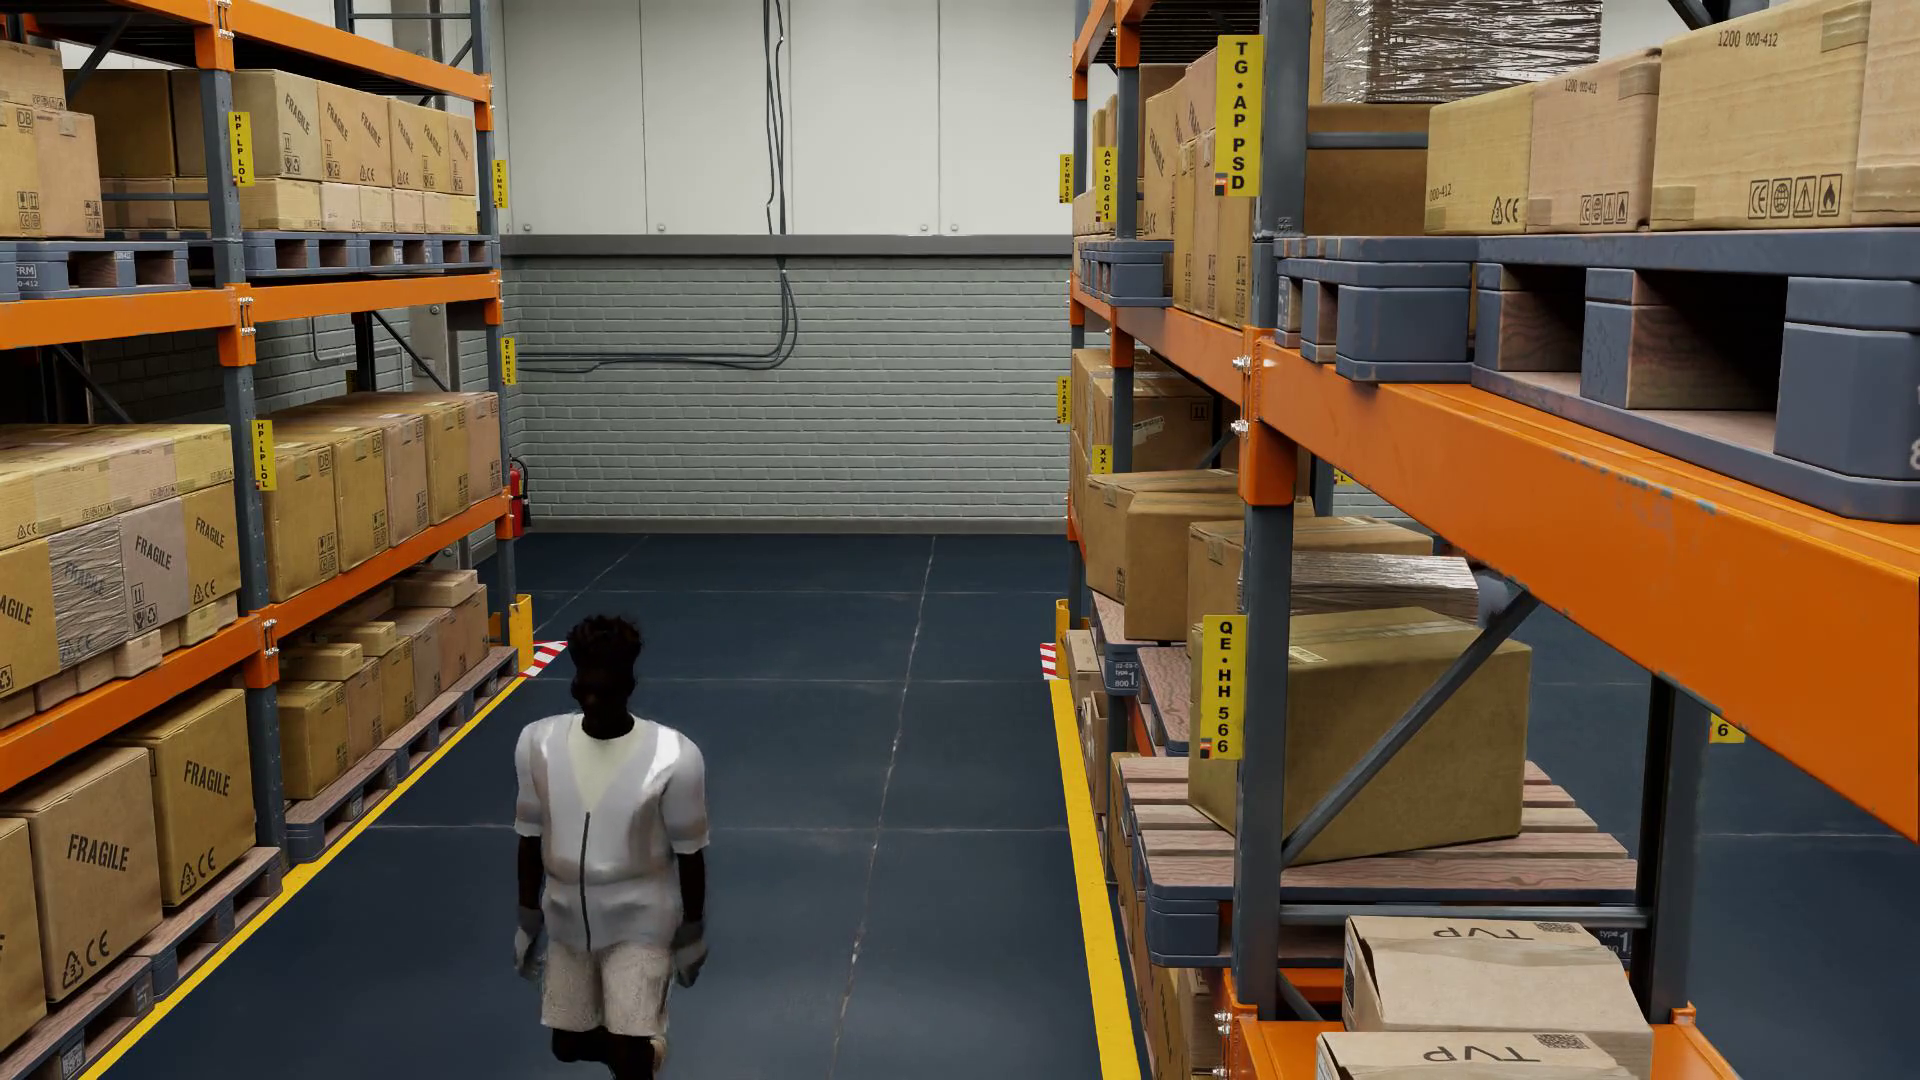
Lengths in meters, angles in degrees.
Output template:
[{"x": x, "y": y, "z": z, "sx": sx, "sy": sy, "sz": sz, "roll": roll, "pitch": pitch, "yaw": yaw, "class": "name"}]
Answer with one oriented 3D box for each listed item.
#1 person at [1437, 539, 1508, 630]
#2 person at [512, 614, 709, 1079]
[{"x": 2.574, "y": 0.702, "z": 8.726, "sx": 0.514, "sy": 1.583, "sz": 0.852, "roll": -1, "pitch": 10, "yaw": -6, "class": "person"}, {"x": -1.065, "y": 1.153, "z": 5.192, "sx": 0.622, "sy": 1.947, "sz": 0.705, "roll": 2, "pitch": 10, "yaw": 12, "class": "person"}]
